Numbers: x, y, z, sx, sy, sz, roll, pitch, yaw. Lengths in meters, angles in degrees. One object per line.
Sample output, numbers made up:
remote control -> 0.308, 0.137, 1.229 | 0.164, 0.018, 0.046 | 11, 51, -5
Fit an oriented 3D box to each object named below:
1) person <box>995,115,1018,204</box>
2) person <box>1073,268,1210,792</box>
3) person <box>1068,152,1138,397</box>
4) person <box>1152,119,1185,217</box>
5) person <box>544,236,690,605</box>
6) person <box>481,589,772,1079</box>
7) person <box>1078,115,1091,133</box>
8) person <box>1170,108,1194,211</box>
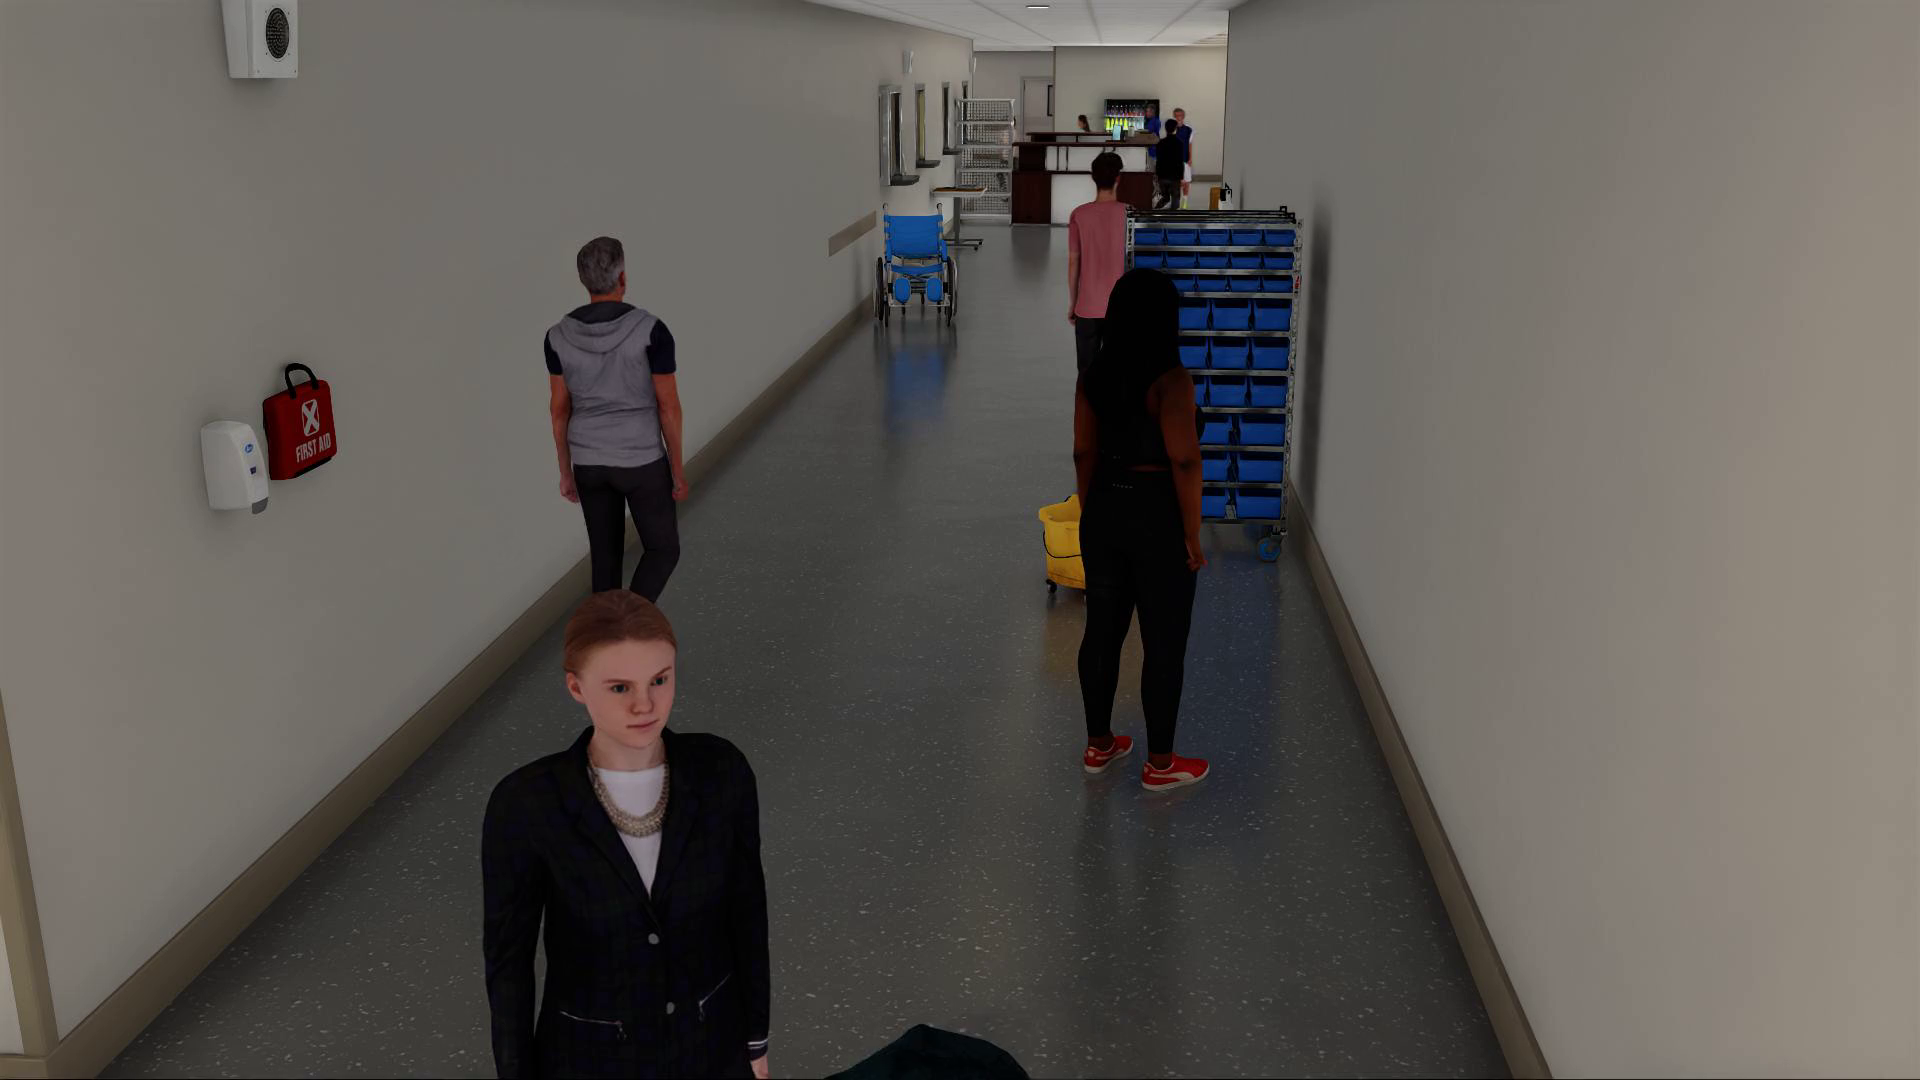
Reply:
person -> 0.925, -7.208, 31.532 | 0.713, 1.638, 0.747 | -5, 16, -16
person -> 0.619, -0.038, 5.773 | 0.755, 1.815, 0.839 | 14, 21, 41
person -> 0.912, -1.462, 10.562 | 0.554, 1.958, 0.731 | 4, 16, 15
person -> 3.255, -5.741, 26.206 | 0.973, 1.704, 0.928 | -14, 21, -41
person -> -1.368, -0.258, 6.548 | 0.770, 1.819, 0.787 | 2, 16, 8
person -> -0.530, 0.882, 2.754 | 0.665, 1.683, 0.765 | -8, 18, -27
person -> 2.634, -8.213, 35.247 | 0.750, 1.557, 0.701 | 13, 20, 38
person -> 3.896, -6.667, 29.300 | 1.131, 1.808, 0.837 | 4, 16, 14
